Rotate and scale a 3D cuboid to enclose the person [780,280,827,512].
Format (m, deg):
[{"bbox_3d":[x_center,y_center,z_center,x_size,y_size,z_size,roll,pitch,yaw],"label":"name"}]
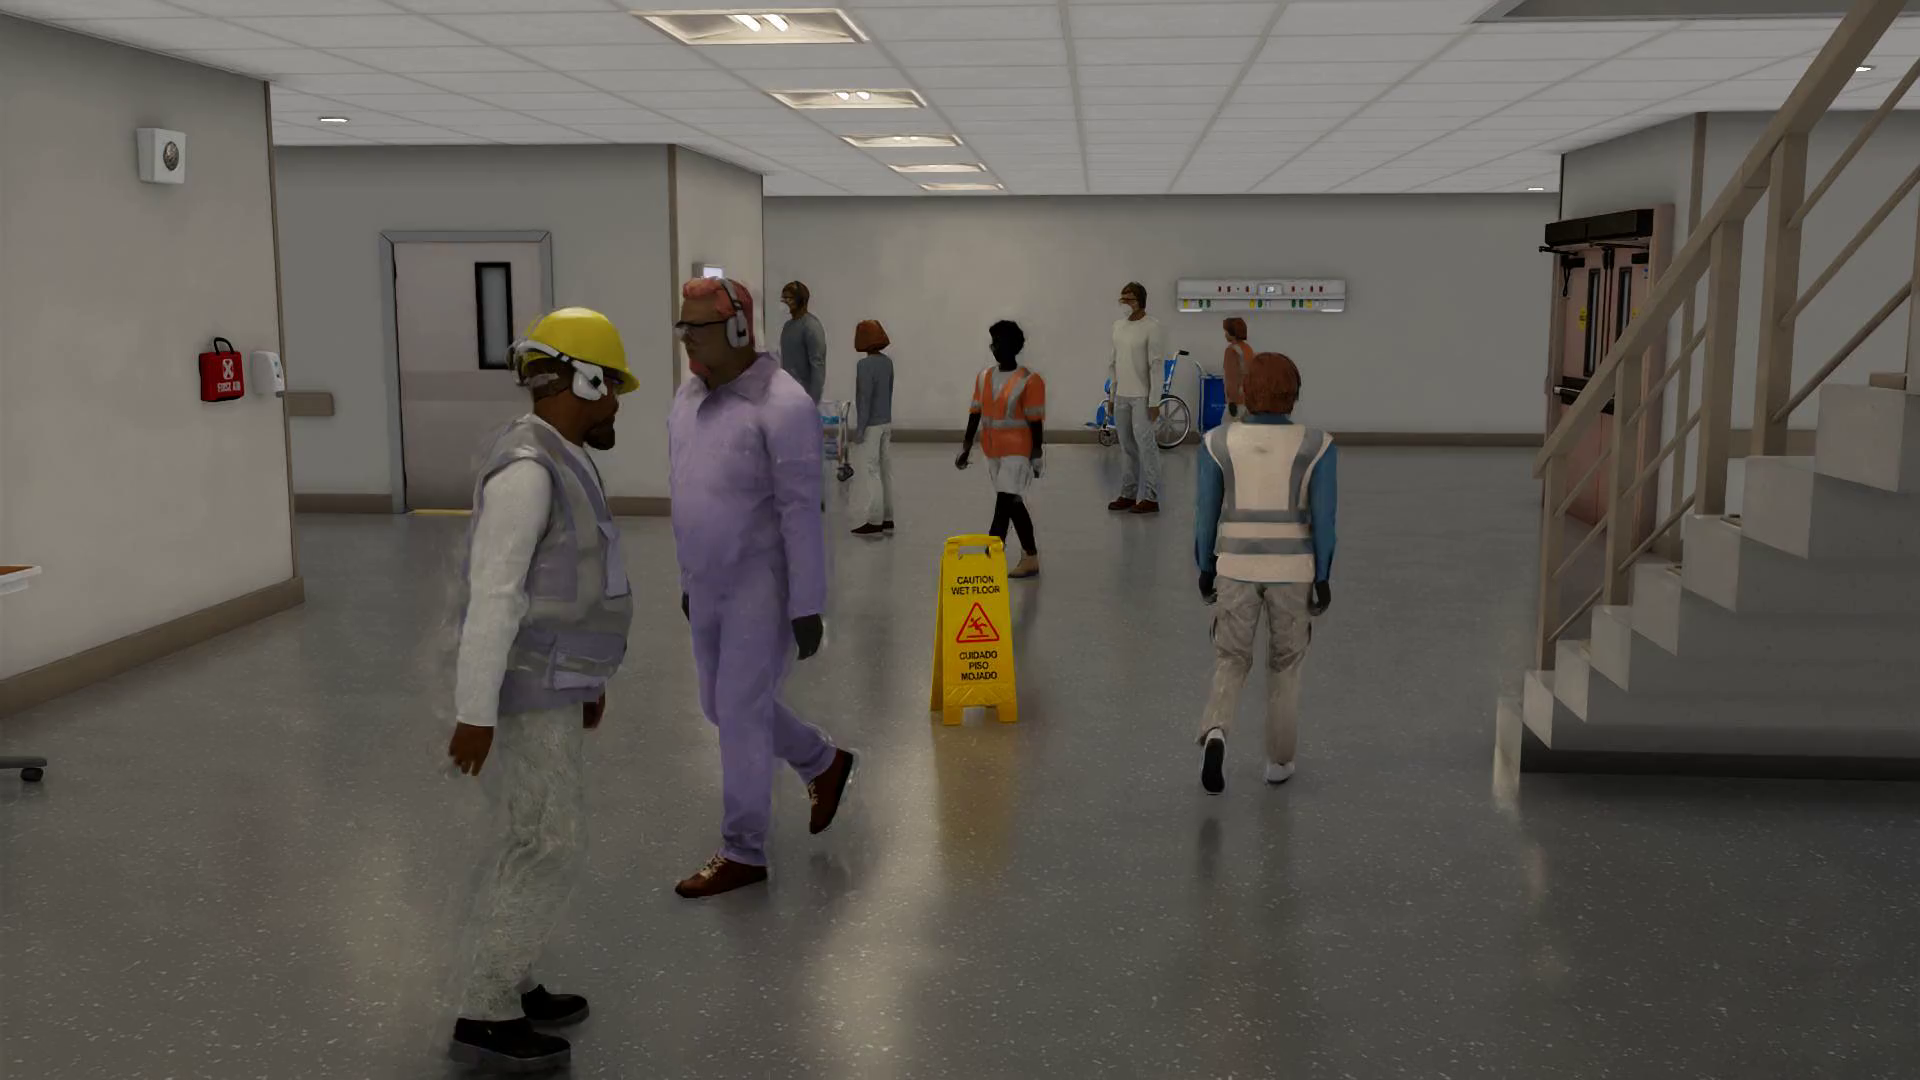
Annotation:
[{"bbox_3d":[-1.317,-1.184,13.859,0.356,1.938,0.633,-5,10,-28],"label":"person"}]

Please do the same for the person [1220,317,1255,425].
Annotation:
[{"bbox_3d":[2.605,-1.273,15.547,0.391,1.613,0.522,6,10,37],"label":"person"}]

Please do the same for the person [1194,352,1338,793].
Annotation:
[{"bbox_3d":[1.081,0.134,5.993,0.519,1.619,0.626,4,9,23],"label":"person"}]

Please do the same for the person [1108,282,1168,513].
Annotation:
[{"bbox_3d":[1.477,-1.185,13.919,0.371,1.932,0.622,-5,10,-33],"label":"person"}]

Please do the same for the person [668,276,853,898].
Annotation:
[{"bbox_3d":[-0.617,0.121,5.198,0.705,1.878,0.681,-7,11,-41],"label":"person"}]

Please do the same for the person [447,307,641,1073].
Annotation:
[{"bbox_3d":[-0.994,0.337,4.023,0.486,1.787,0.617,-1,8,-7],"label":"person"}]

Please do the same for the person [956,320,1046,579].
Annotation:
[{"bbox_3d":[0.243,-0.542,10.420,0.856,1.649,0.545,-8,11,-43],"label":"person"}]

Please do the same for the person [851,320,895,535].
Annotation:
[{"bbox_3d":[-0.663,-0.856,12.659,0.269,1.631,0.508,4,9,23],"label":"person"}]
